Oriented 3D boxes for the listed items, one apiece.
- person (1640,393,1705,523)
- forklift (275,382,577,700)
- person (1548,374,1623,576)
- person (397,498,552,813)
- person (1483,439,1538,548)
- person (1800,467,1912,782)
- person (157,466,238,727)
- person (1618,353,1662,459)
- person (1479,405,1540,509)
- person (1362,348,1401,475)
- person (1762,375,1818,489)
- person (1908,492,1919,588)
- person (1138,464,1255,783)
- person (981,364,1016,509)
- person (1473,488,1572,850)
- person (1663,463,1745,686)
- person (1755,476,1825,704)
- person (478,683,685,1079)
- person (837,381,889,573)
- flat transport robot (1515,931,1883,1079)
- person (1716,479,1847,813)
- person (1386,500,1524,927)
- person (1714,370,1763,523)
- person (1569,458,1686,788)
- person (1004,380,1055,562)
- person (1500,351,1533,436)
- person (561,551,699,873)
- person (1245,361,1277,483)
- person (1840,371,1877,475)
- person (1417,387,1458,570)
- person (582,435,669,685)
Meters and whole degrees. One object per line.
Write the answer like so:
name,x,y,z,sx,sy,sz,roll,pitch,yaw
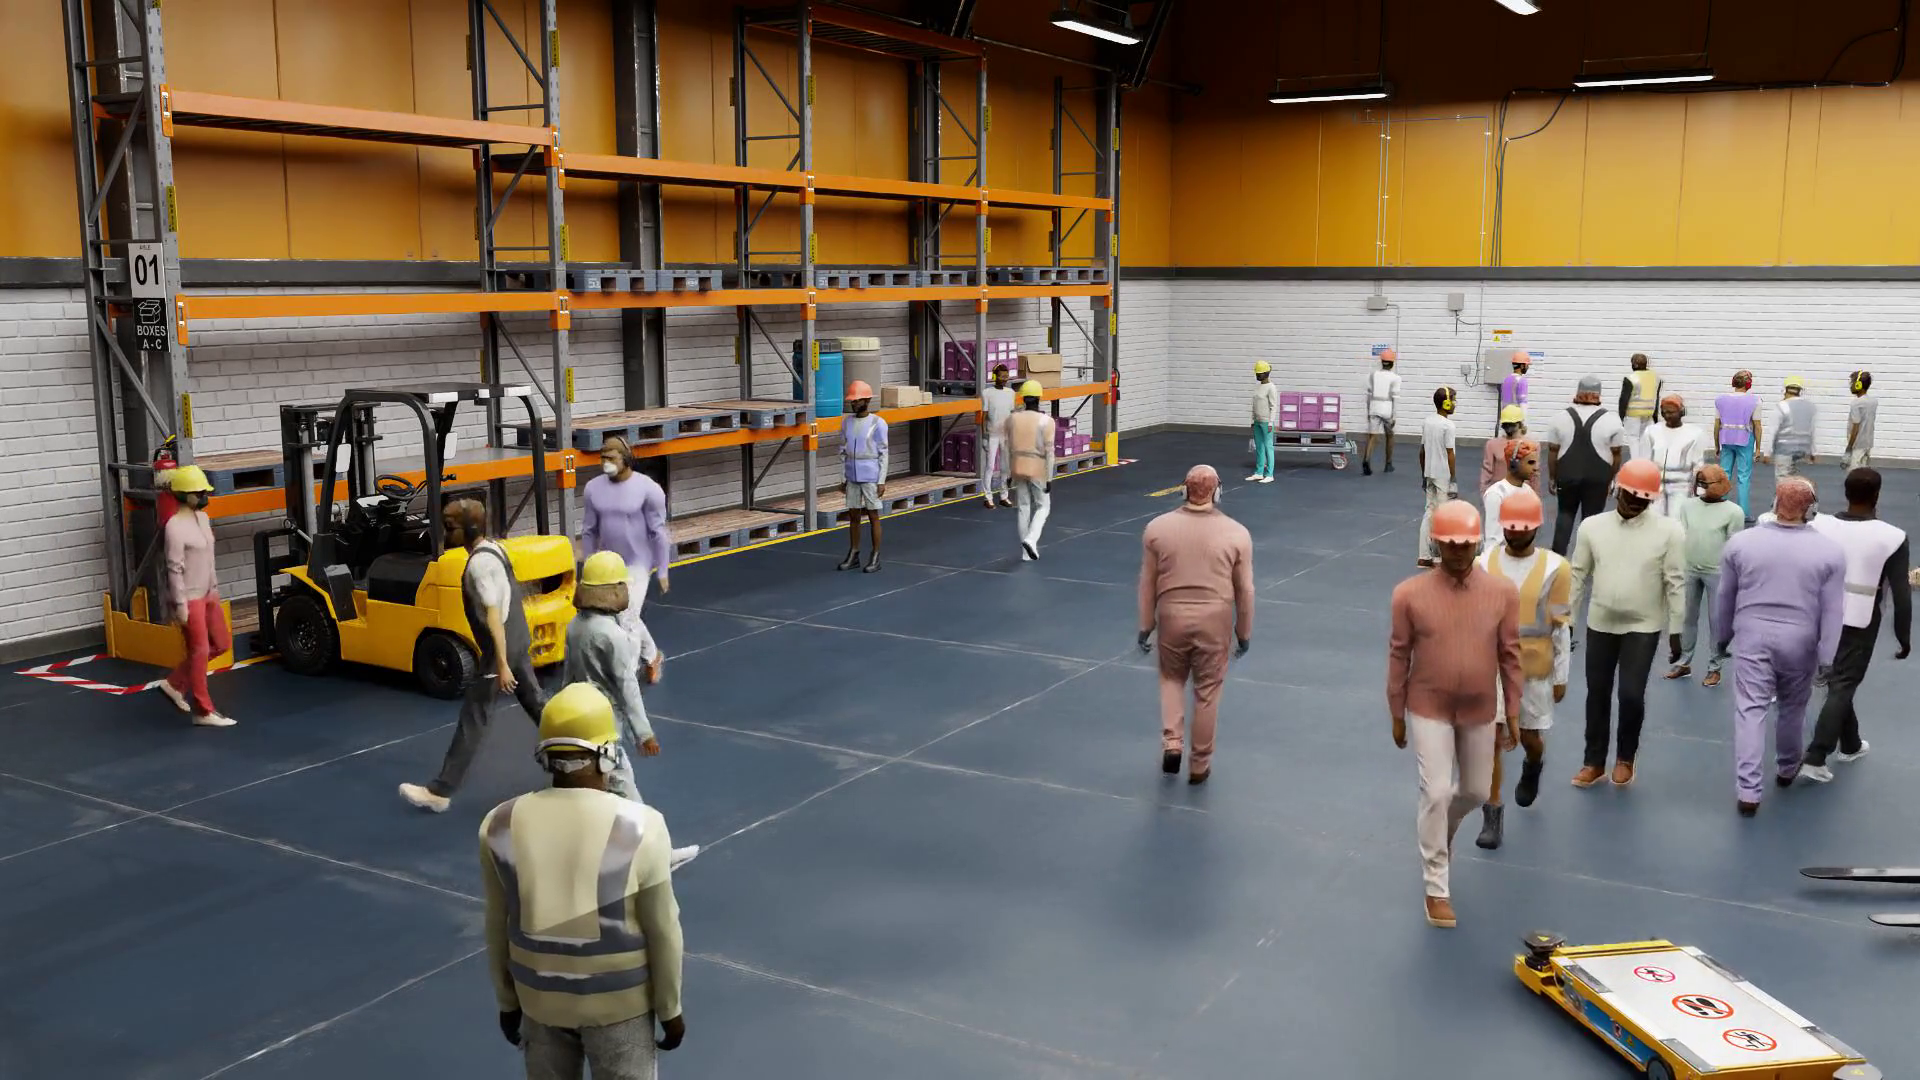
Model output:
person,6.870,-0.491,16.098,0.577,1.867,0.455,8,12,41
forklift,-3.974,-0.067,12.417,2.313,2.155,1.214,5,11,30
person,6.210,-0.648,16.519,0.685,2.000,0.540,5,10,29
person,-2.613,0.639,9.343,1.036,1.770,0.600,-1,9,-4
person,3.796,0.236,11.522,0.580,1.879,0.346,-9,12,-43
person,5.331,0.493,9.958,1.016,1.874,0.608,-8,12,-40
person,-5.084,0.376,10.995,0.462,1.754,0.540,0,9,-1
person,10.077,-1.861,24.755,0.660,1.825,0.465,-3,10,-17
person,5.290,-0.425,16.079,0.540,1.731,0.802,5,10,29
person,6.316,-1.922,24.932,0.544,1.901,0.916,5,11,30
person,9.901,-1.061,19.854,0.681,1.796,0.458,-2,9,-14
person,9.478,-0.497,15.789,1.039,1.987,0.630,3,9,16
person,1.399,0.498,9.816,0.676,1.892,0.429,3,9,16
person,0.495,-1.325,21.317,0.515,1.861,0.322,-5,10,-29
person,2.984,0.644,8.907,0.542,1.907,0.798,5,10,26
person,5.460,0.249,12.190,0.280,1.633,0.498,-7,11,-36
person,5.680,0.370,11.459,0.541,1.612,0.649,8,12,41
person,-1.097,1.325,4.900,0.596,1.824,0.403,2,9,12
person,-0.986,-0.635,16.758,0.547,1.939,0.376,5,11,30
flat transport robot,2.799,1.854,6.414,0.652,0.197,1.431,-2,9,-10
person,4.645,0.575,9.456,0.658,1.850,0.998,6,11,31
person,2.323,0.765,7.904,0.612,1.973,0.800,0,9,1
person,9.392,-1.125,20.113,0.390,1.843,0.563,-9,12,-43
person,3.804,0.497,9.595,0.676,1.963,0.449,7,11,37
person,0.717,-0.707,17.291,0.589,1.912,0.470,4,10,24
person,7.786,-1.673,23.251,0.378,1.932,0.551,-2,9,-12
person,-1.671,0.896,7.946,0.913,1.693,0.489,-6,11,-33
person,4.354,-1.699,23.966,0.325,1.760,0.523,-4,10,-23
person,10.633,-1.058,19.704,0.589,1.863,0.396,-7,11,-37
person,4.872,-0.616,16.865,0.315,1.867,0.532,-3,10,-20
person,-2.339,0.184,11.803,0.646,1.903,0.949,3,10,21
